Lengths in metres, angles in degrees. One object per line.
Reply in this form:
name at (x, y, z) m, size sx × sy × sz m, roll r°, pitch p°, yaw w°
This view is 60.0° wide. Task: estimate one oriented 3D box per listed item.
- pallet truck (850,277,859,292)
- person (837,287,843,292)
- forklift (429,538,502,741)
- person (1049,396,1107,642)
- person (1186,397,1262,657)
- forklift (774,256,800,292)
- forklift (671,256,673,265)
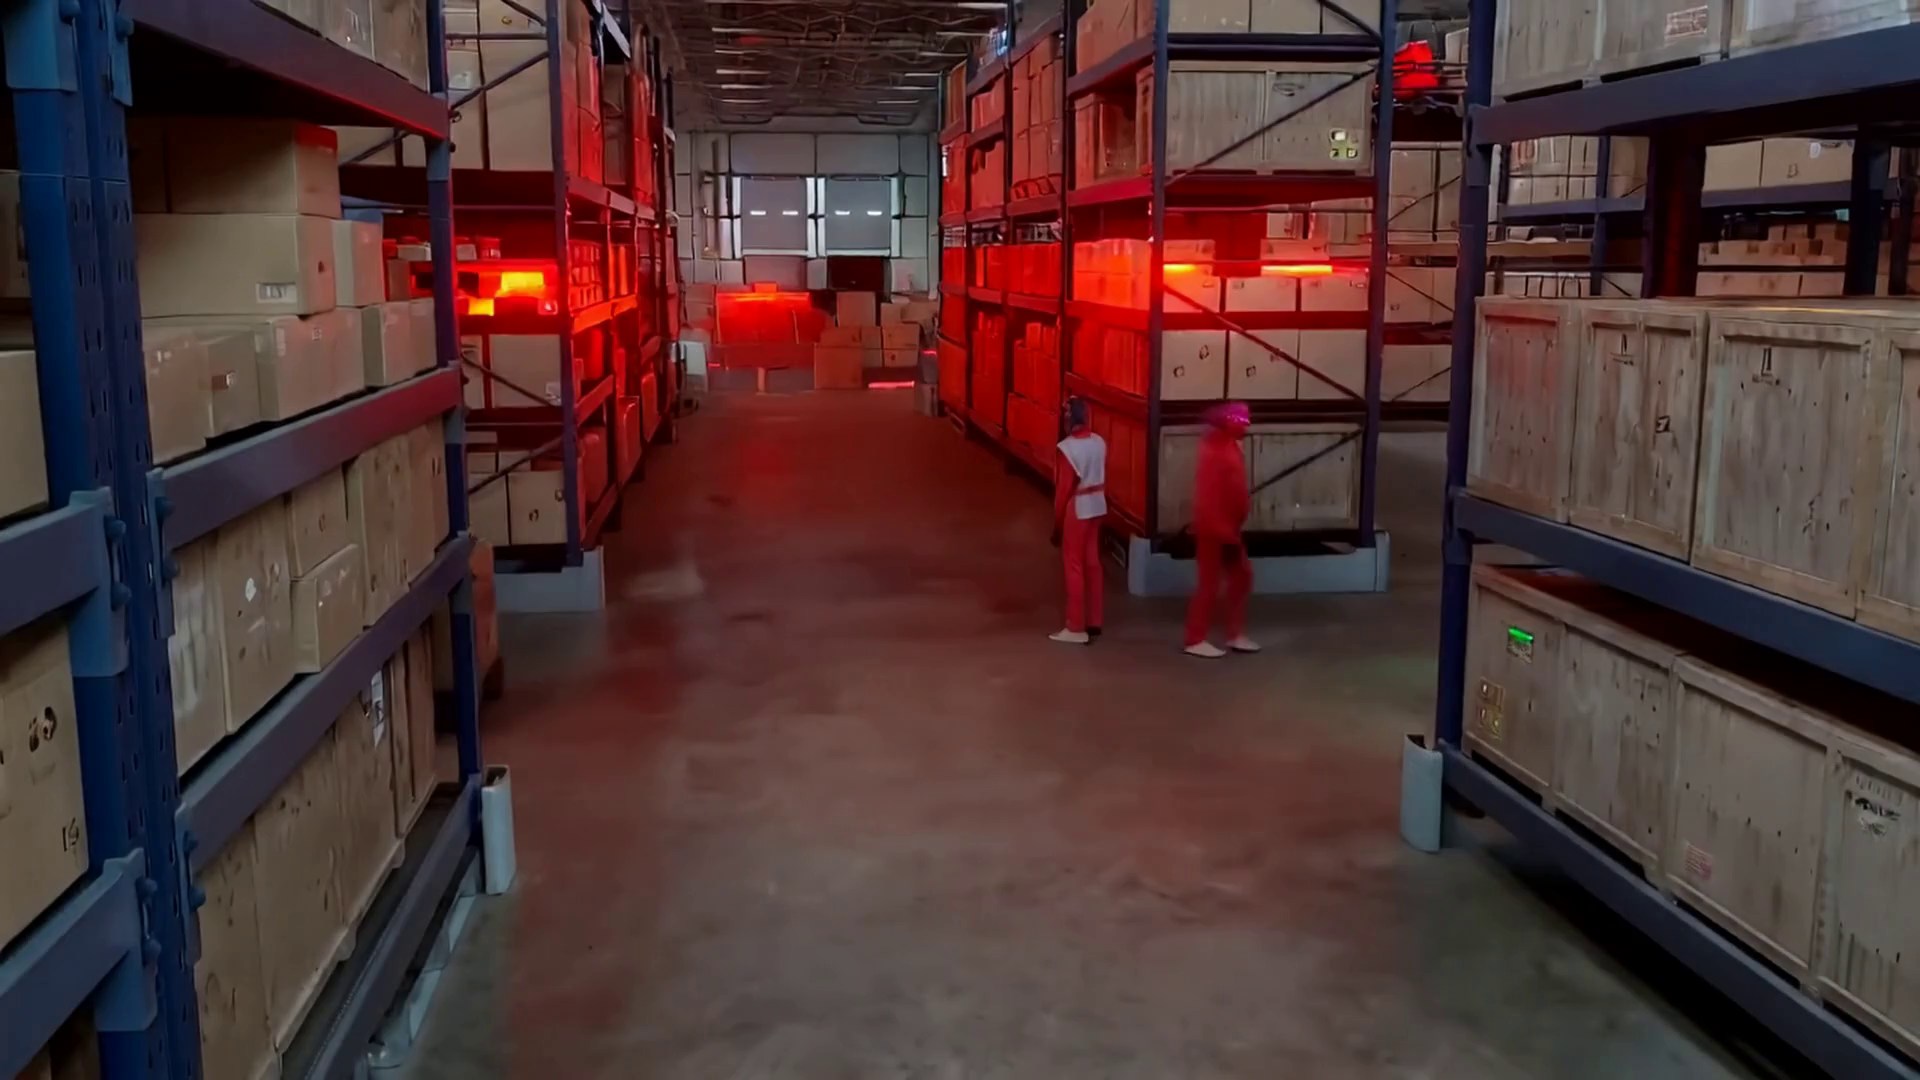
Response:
pallet truck at (-3.782, -9.391, 65.808) m, size 1.885 × 1.965 × 0.823 m, roll 2°, pitch 10°, yaw 10°
person at (-4.586, -8.849, 63.691) m, size 0.308 × 1.640 × 0.511 m, roll 2°, pitch 10°, yaw 13°
forklift at (-3.845, -0.251, 10.027) m, size 1.873 × 2.768 × 1.129 m, roll -1°, pitch 10°, yaw -7°
person at (0.901, -0.155, 12.477) m, size 0.373 × 1.843 × 0.571 m, roll 7°, pitch 12°, yaw 37°
person at (1.944, -0.075, 11.891) m, size 0.692 × 1.880 × 0.676 m, roll 3°, pitch 10°, yaw 18°
forklift at (-6.241, -8.864, 60.169) m, size 1.129 × 2.768 × 1.873 m, roll -7°, pitch 12°, yaw -35°
forklift at (-10.987, -9.066, 61.344) m, size 1.129 × 2.768 × 1.873 m, roll -1°, pitch 10°, yaw -7°
